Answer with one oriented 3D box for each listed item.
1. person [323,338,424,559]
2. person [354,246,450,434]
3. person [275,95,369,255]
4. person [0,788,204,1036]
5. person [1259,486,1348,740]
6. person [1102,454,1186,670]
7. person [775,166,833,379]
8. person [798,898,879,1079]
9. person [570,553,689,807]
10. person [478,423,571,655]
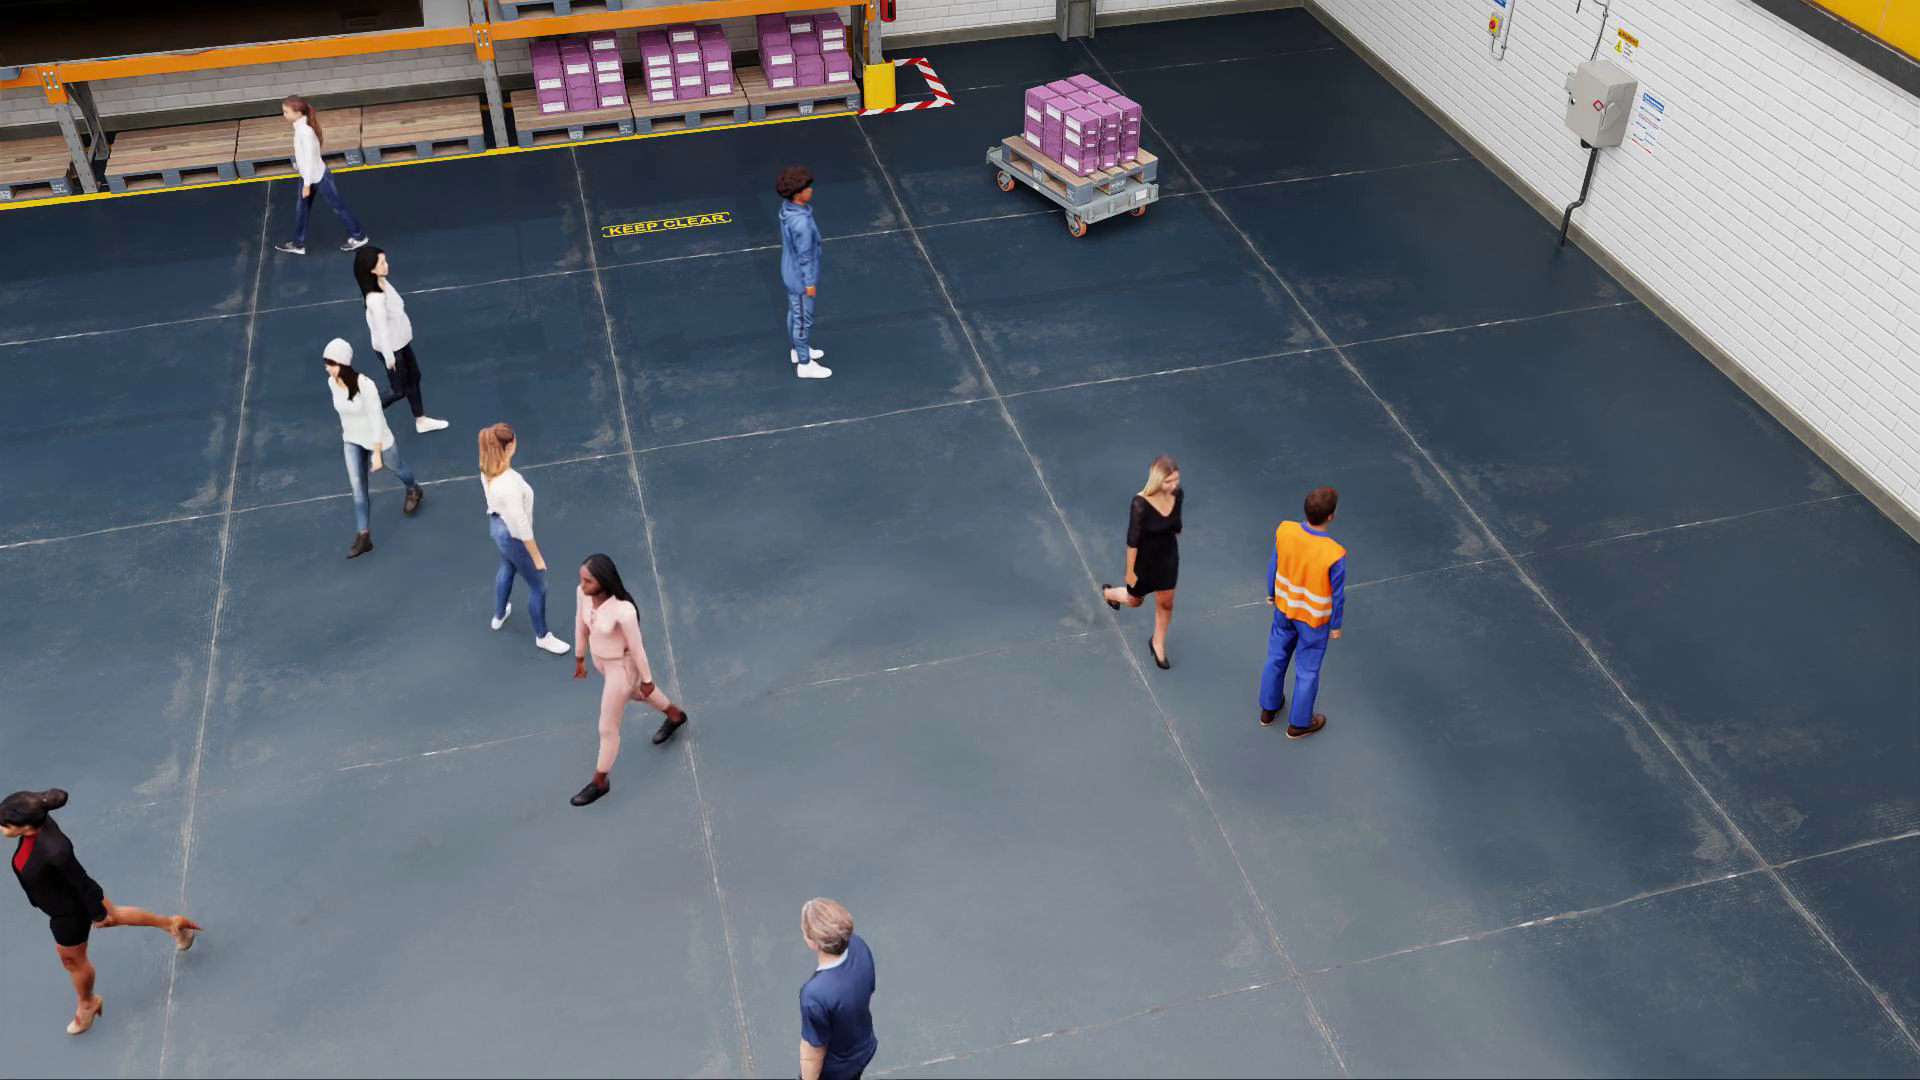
[{"bbox_3d":[-4.158,-0.741,11.844,1.145,1.594,1.029,9,40,11],"label":"person"},{"bbox_3d":[-4.422,-1.465,12.680,0.944,1.682,0.630,-11,40,-14],"label":"person"},{"bbox_3d":[-5.761,-3.306,15.116,1.093,1.519,0.757,-23,44,-26],"label":"person"},{"bbox_3d":[-4.479,1.844,8.598,1.100,1.606,0.873,-28,46,-30],"label":"person"},{"bbox_3d":[2.097,0.439,10.149,0.790,1.864,0.796,31,48,33],"label":"person"},{"bbox_3d":[1.196,0.093,10.753,0.918,1.651,0.789,-24,44,-27],"label":"person"},{"bbox_3d":[-1.295,-2.181,13.473,0.550,1.811,0.666,-9,39,-11],"label":"person"},{"bbox_3d":[-0.484,2.418,7.692,1.037,1.839,0.976,16,41,19],"label":"person"},{"bbox_3d":[-1.976,0.728,9.941,1.080,1.673,1.272,29,47,31],"label":"person"},{"bbox_3d":[-2.887,0.012,10.802,0.776,1.718,0.904,-10,40,-13],"label":"person"}]
